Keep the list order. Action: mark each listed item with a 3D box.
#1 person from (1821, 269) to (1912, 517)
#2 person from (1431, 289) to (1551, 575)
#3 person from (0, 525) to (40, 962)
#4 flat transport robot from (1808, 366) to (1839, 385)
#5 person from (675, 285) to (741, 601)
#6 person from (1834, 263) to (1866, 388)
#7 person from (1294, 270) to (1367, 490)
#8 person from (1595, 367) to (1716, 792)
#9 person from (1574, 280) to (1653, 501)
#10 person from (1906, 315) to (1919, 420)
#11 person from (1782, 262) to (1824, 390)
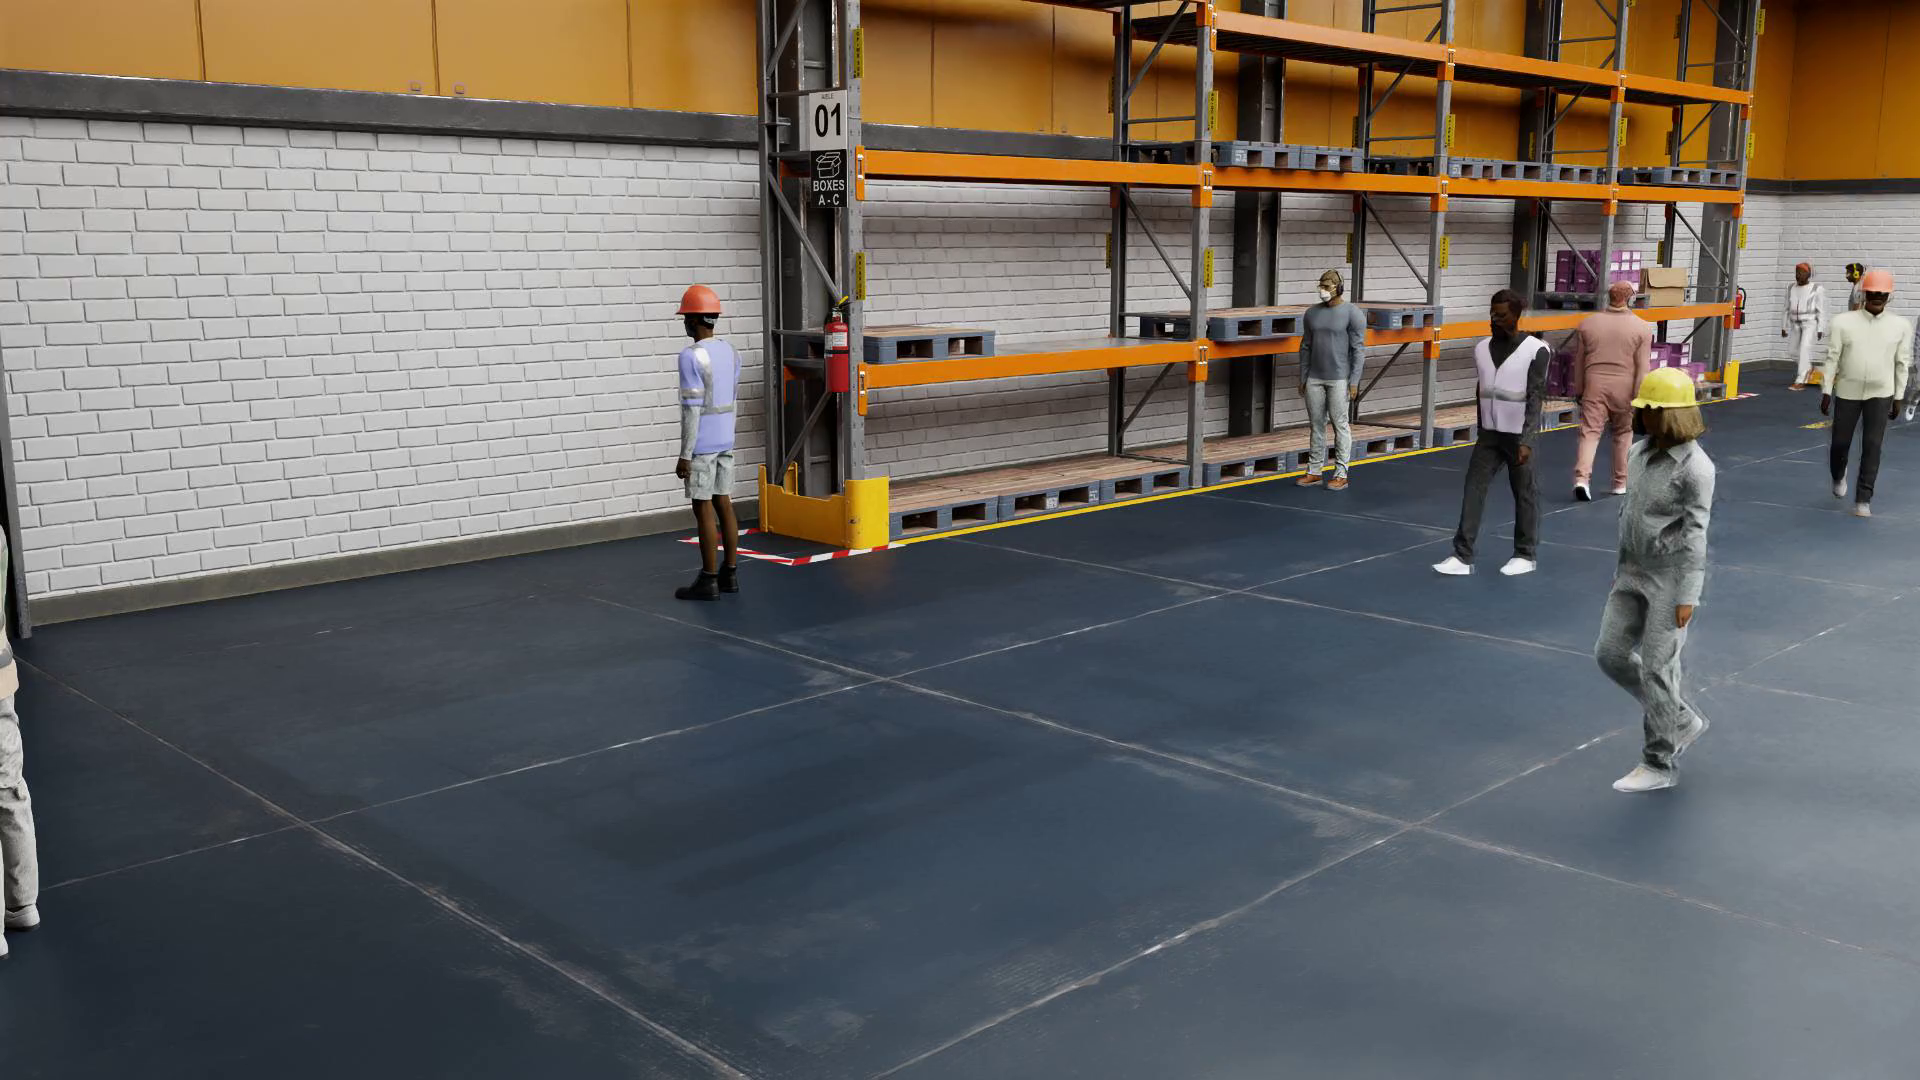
[{"bbox_3d":[7.321,-1.204,13.480,0.627,1.977,0.744,4,11,23],"label":"person"},{"bbox_3d":[3.494,-0.674,10.838,0.902,1.880,0.604,-7,13,-34],"label":"person"},{"bbox_3d":[-3.083,0.494,5.136,0.309,1.645,0.514,-1,10,-4],"label":"person"},{"bbox_3d":[13.152,-2.491,25.159,0.652,0.197,1.431,7,12,33],"label":"flat transport robot"},{"bbox_3d":[-1.576,-0.593,10.261,0.358,1.937,0.549,5,11,24],"label":"person"},{"bbox_3d":[13.108,-3.096,24.168,0.586,1.846,0.558,9,14,42],"label":"person"},{"bbox_3d":[3.269,-1.415,14.734,0.361,1.938,0.635,-10,14,-43],"label":"person"},{"bbox_3d":[2.834,0.163,6.697,0.428,1.725,0.502,-3,11,-13],"label":"person"},{"bbox_3d":[5.517,-1.269,14.141,0.640,1.868,0.957,7,13,34],"label":"person"},{"bbox_3d":[11.408,-2.125,19.491,0.509,1.611,0.627,2,11,11],"label":"person"},{"bbox_3d":[12.336,-3.120,24.253,0.663,1.860,0.619,-6,12,-30],"label":"person"}]
